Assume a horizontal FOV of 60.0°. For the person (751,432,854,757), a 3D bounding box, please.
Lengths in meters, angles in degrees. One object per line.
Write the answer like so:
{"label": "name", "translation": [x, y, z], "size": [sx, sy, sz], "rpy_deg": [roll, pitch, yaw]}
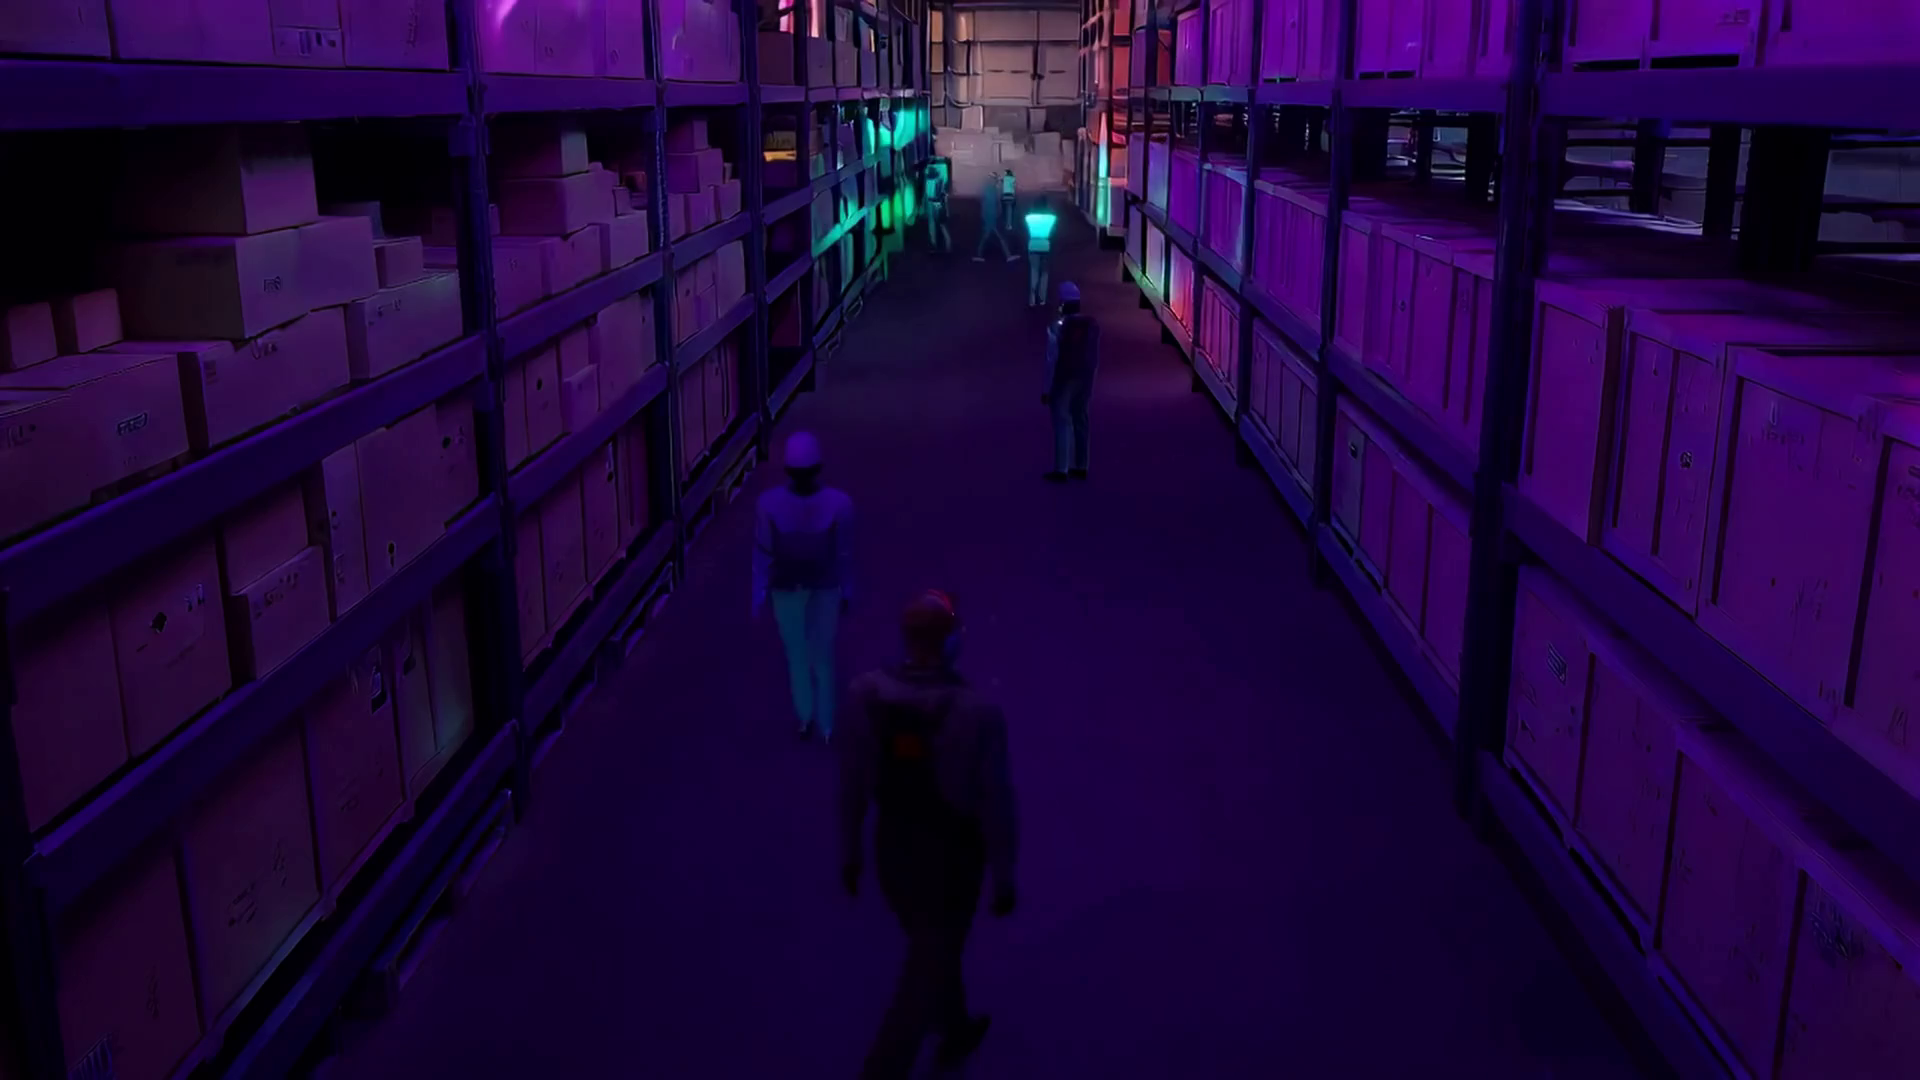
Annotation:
{"label": "person", "translation": [-0.841, 0.294, 8.853], "size": [0.532, 1.748, 0.610], "rpy_deg": [1, 15, 5]}

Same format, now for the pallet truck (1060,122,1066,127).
{"label": "pallet truck", "translation": [5.788, -21.111, 88.014], "size": [1.885, 1.965, 0.823], "rpy_deg": [5, 16, 18]}

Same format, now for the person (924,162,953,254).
{"label": "person", "translation": [-0.487, -7.360, 36.866], "size": [0.629, 1.997, 0.865], "rpy_deg": [9, 17, 29]}

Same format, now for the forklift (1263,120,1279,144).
{"label": "forklift", "translation": [7.704, -9.234, 42.148], "size": [1.129, 2.768, 1.873], "rpy_deg": [0, 15, 2]}

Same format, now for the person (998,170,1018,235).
{"label": "person", "translation": [1.180, -8.467, 41.721], "size": [0.528, 1.606, 0.822], "rpy_deg": [2, 15, 6]}

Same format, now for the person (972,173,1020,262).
{"label": "person", "translation": [0.716, -6.770, 34.941], "size": [1.014, 1.856, 0.644], "rpy_deg": [-7, 17, -24]}

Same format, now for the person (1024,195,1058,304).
{"label": "person", "translation": [1.334, -4.816, 27.704], "size": [0.585, 1.829, 0.664], "rpy_deg": [3, 15, 10]}

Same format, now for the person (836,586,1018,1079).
{"label": "person", "translation": [-0.134, 1.085, 5.687], "size": [0.643, 1.866, 0.954], "rpy_deg": [10, 18, 33]}

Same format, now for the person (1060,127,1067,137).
{"label": "person", "translation": [4.955, -19.293, 81.472], "size": [0.595, 1.881, 0.346], "rpy_deg": [0, 15, -1]}

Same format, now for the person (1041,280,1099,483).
{"label": "person", "translation": [0.978, -1.434, 15.106], "size": [0.590, 1.836, 0.404], "rpy_deg": [-11, 19, -36]}

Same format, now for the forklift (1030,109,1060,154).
{"label": "forklift", "translation": [3.954, -16.817, 70.363], "size": [1.873, 2.768, 1.129], "rpy_deg": [-2, 15, -6]}
